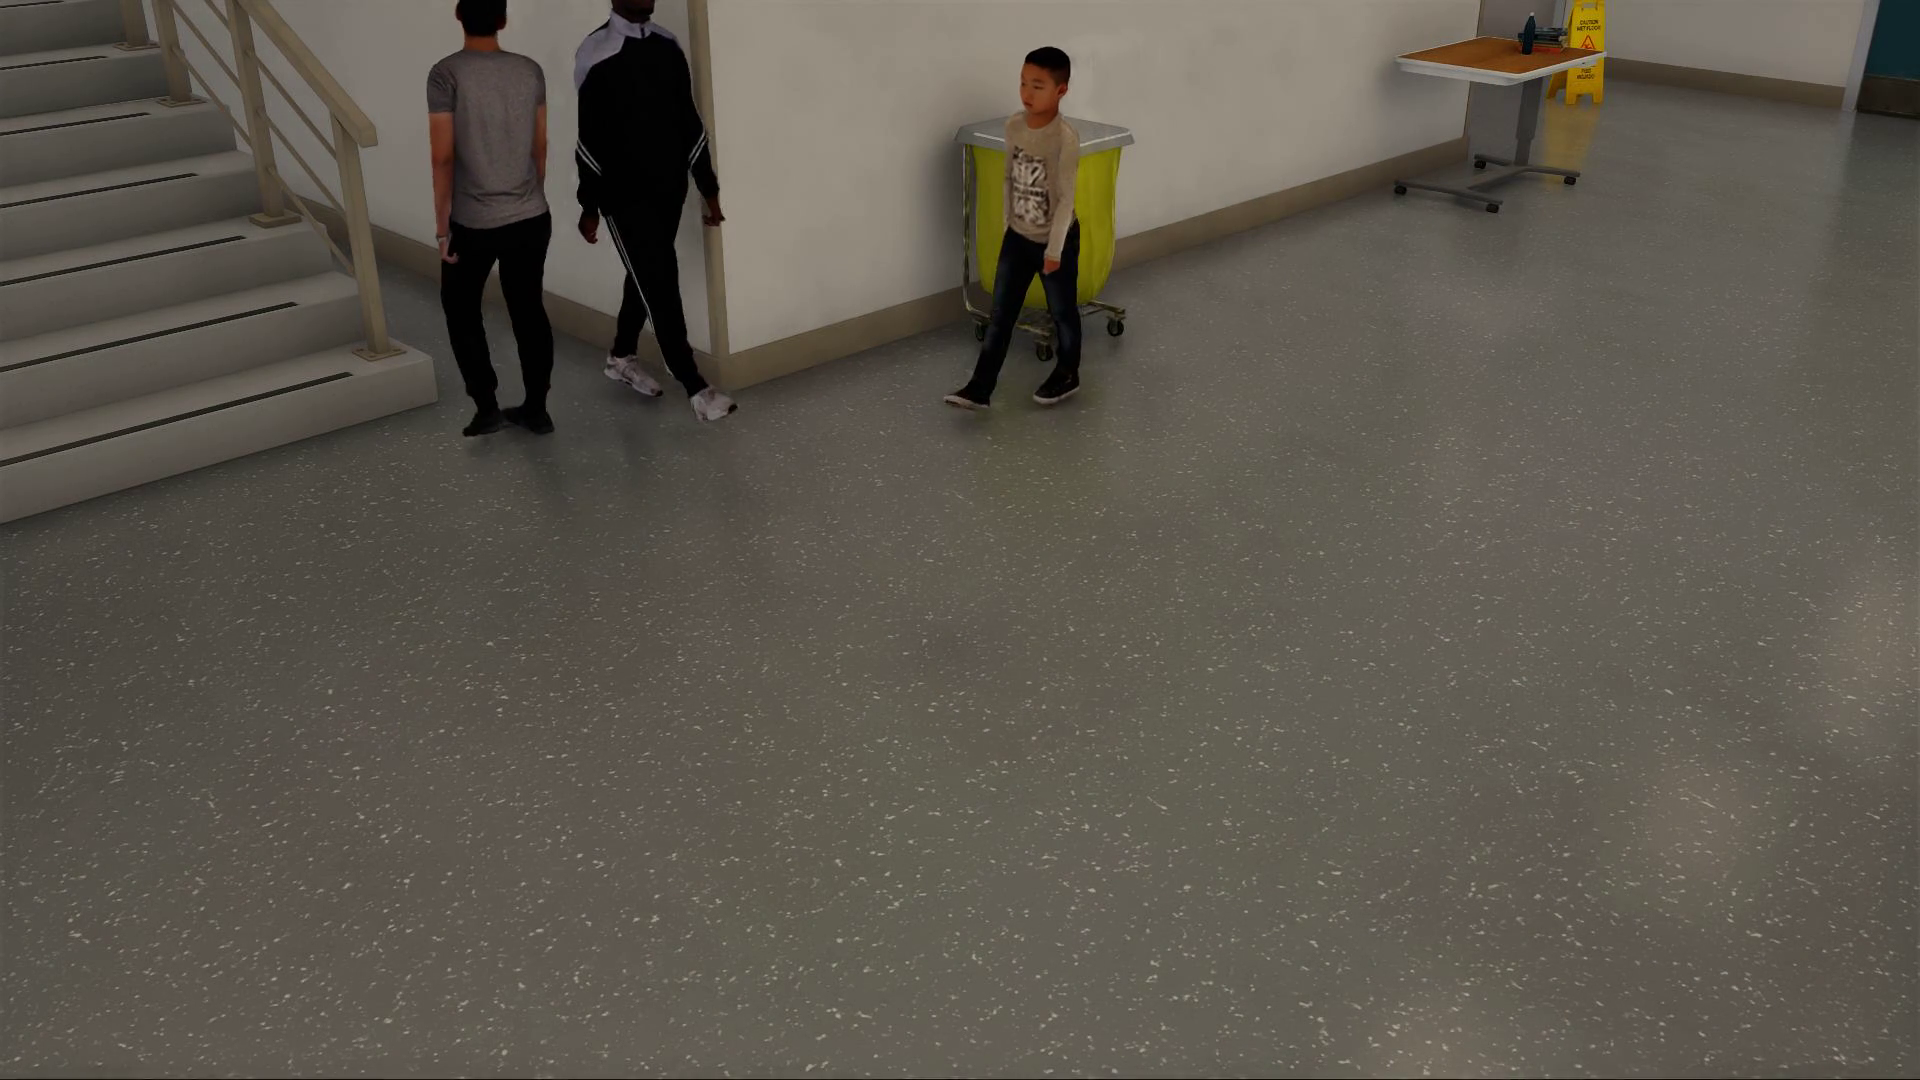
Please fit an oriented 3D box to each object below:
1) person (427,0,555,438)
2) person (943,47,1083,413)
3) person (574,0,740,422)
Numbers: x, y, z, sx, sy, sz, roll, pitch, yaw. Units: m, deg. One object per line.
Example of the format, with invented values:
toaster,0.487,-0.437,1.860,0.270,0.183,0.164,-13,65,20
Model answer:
person,-1.669,-1.180,6.182,0.668,1.739,0.654,-23,34,-39
person,0.377,-1.207,6.580,0.875,1.442,0.660,21,33,37
person,-1.289,-1.372,6.517,1.182,1.793,0.765,18,31,33
